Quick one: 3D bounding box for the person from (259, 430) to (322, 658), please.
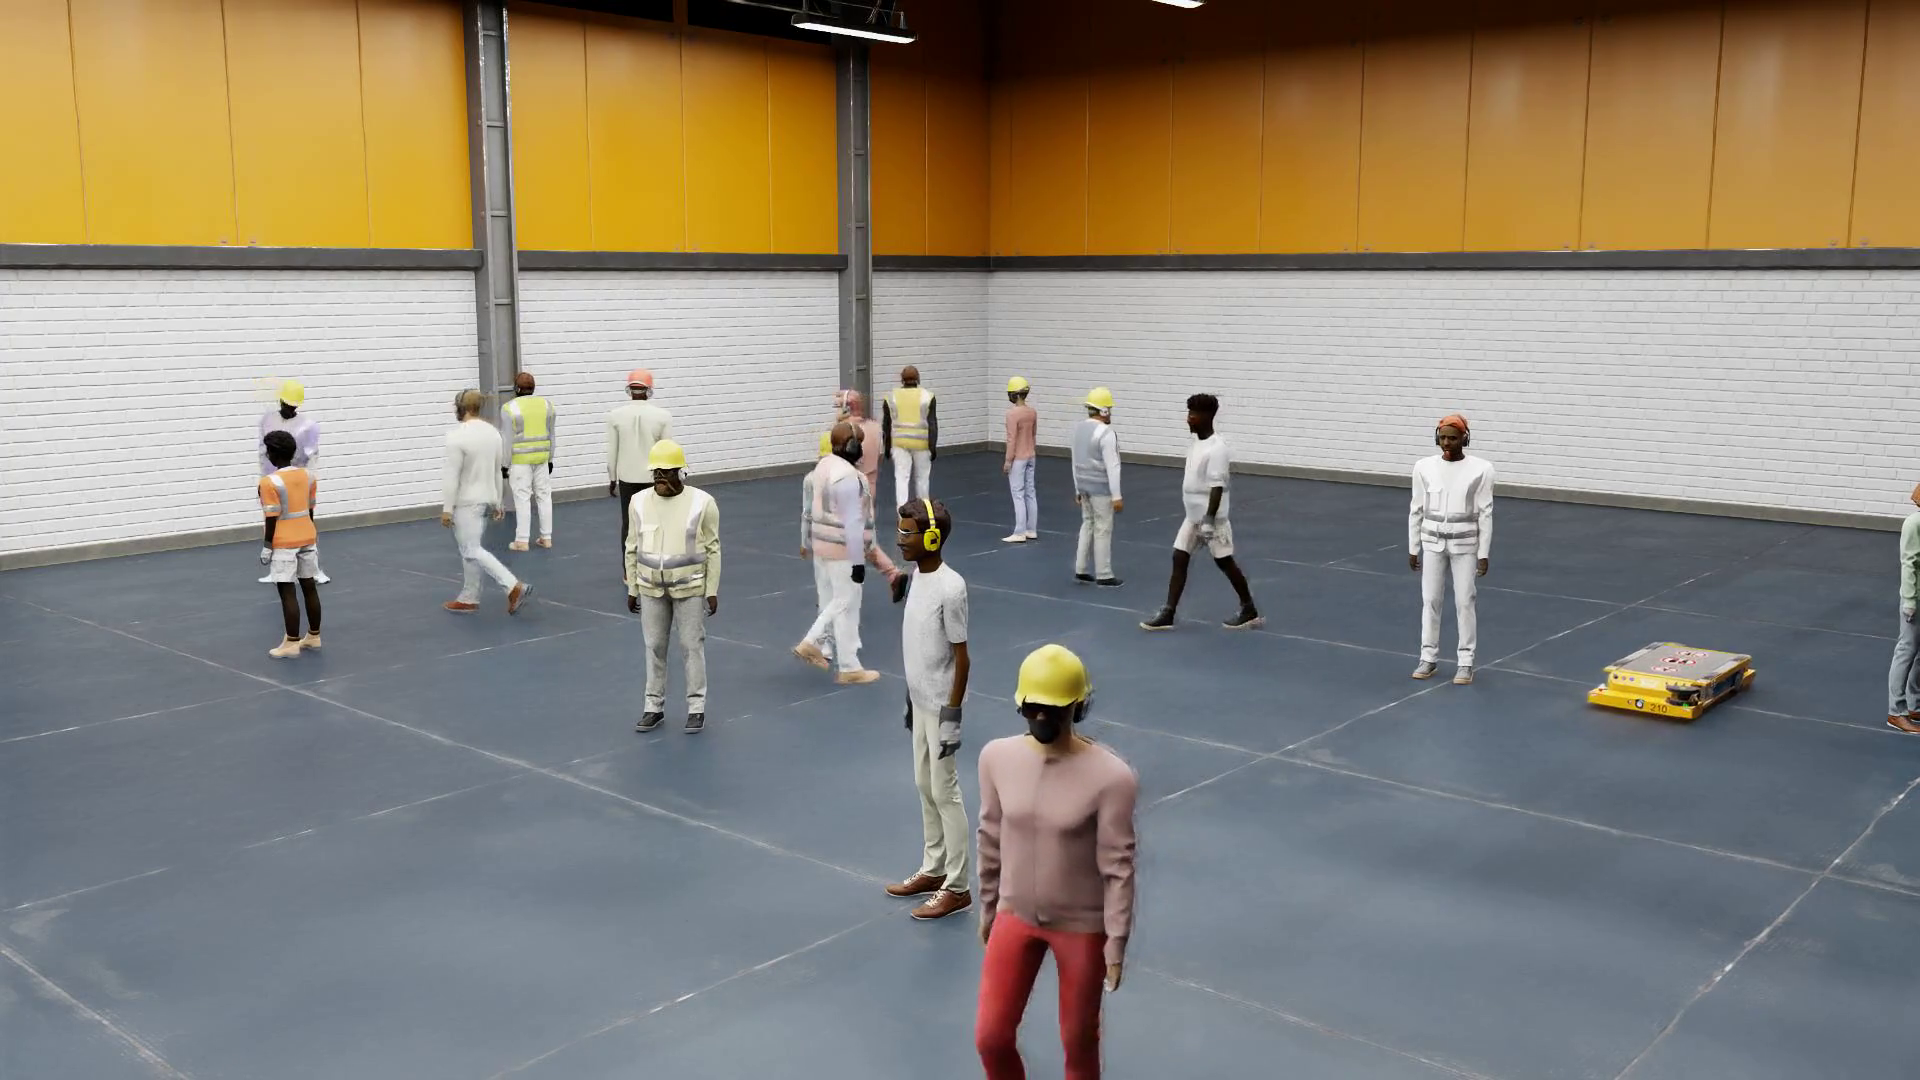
[{"bbox_3d":[-4.983,0.028,12.358,0.320,1.697,0.531,3,10,18],"label":"person"}]

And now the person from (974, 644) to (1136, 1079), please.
[{"bbox_3d":[0.263,1.175,5.012,0.538,1.748,0.538,4,10,24],"label":"person"}]

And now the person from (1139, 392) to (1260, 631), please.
[{"bbox_3d":[1.968,-0.217,13.224,0.994,1.920,0.619,-2,9,-15],"label":"person"}]

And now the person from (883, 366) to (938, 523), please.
[{"bbox_3d":[-0.556,-1.080,18.971,0.651,1.807,0.792,1,9,8],"label":"person"}]

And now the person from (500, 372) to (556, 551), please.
[{"bbox_3d":[-4.471,-0.812,17.180,0.429,1.845,0.621,9,13,44],"label":"person"}]

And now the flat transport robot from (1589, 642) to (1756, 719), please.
[{"bbox_3d":[4.817,0.923,11.198,0.652,0.197,1.431,8,12,39],"label":"flat transport robot"}]

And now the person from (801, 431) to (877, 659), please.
[{"bbox_3d":[-0.902,0.033,12.343,0.569,1.683,0.888,0,9,1],"label":"person"}]

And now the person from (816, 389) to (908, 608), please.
[{"bbox_3d":[-0.844,-0.331,14.030,0.691,1.882,0.653,4,10,25],"label":"person"}]

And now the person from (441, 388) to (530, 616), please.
[{"bbox_3d":[-3.946,-0.300,13.739,0.837,1.917,0.631,3,10,18],"label":"person"}]

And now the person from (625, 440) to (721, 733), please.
[{"bbox_3d":[-1.785,0.289,10.293,0.599,1.830,0.404,1,9,8],"label":"person"}]

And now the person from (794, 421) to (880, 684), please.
[{"bbox_3d":[-0.831,0.095,11.537,0.485,1.830,0.649,-3,9,-15],"label":"person"}]

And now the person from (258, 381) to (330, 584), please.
[{"bbox_3d":[-6.164,-0.518,15.215,0.691,1.885,0.380,3,9,15],"label":"person"}]

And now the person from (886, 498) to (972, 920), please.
[{"bbox_3d":[-0.125,0.743,7.363,0.309,1.859,0.534,-4,10,-22],"label":"person"}]

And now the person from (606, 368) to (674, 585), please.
[{"bbox_3d":[-2.915,-0.580,15.251,0.622,1.990,0.402,-1,9,-4],"label":"person"}]

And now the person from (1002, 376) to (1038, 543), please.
[{"bbox_3d":[0.621,-0.853,17.684,0.330,1.765,0.533,6,11,34],"label":"person"}]

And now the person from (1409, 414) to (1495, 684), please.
[{"bbox_3d":[3.408,0.059,11.597,0.571,1.882,0.338,5,10,30],"label":"person"}]

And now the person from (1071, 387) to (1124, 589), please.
[{"bbox_3d":[1.255,-0.471,15.069,0.404,1.831,0.605,-5,10,-29],"label":"person"}]

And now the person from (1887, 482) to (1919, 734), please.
[{"bbox_3d":[6.024,0.377,10.364,0.499,1.633,0.286,-6,11,-32],"label":"person"}]
